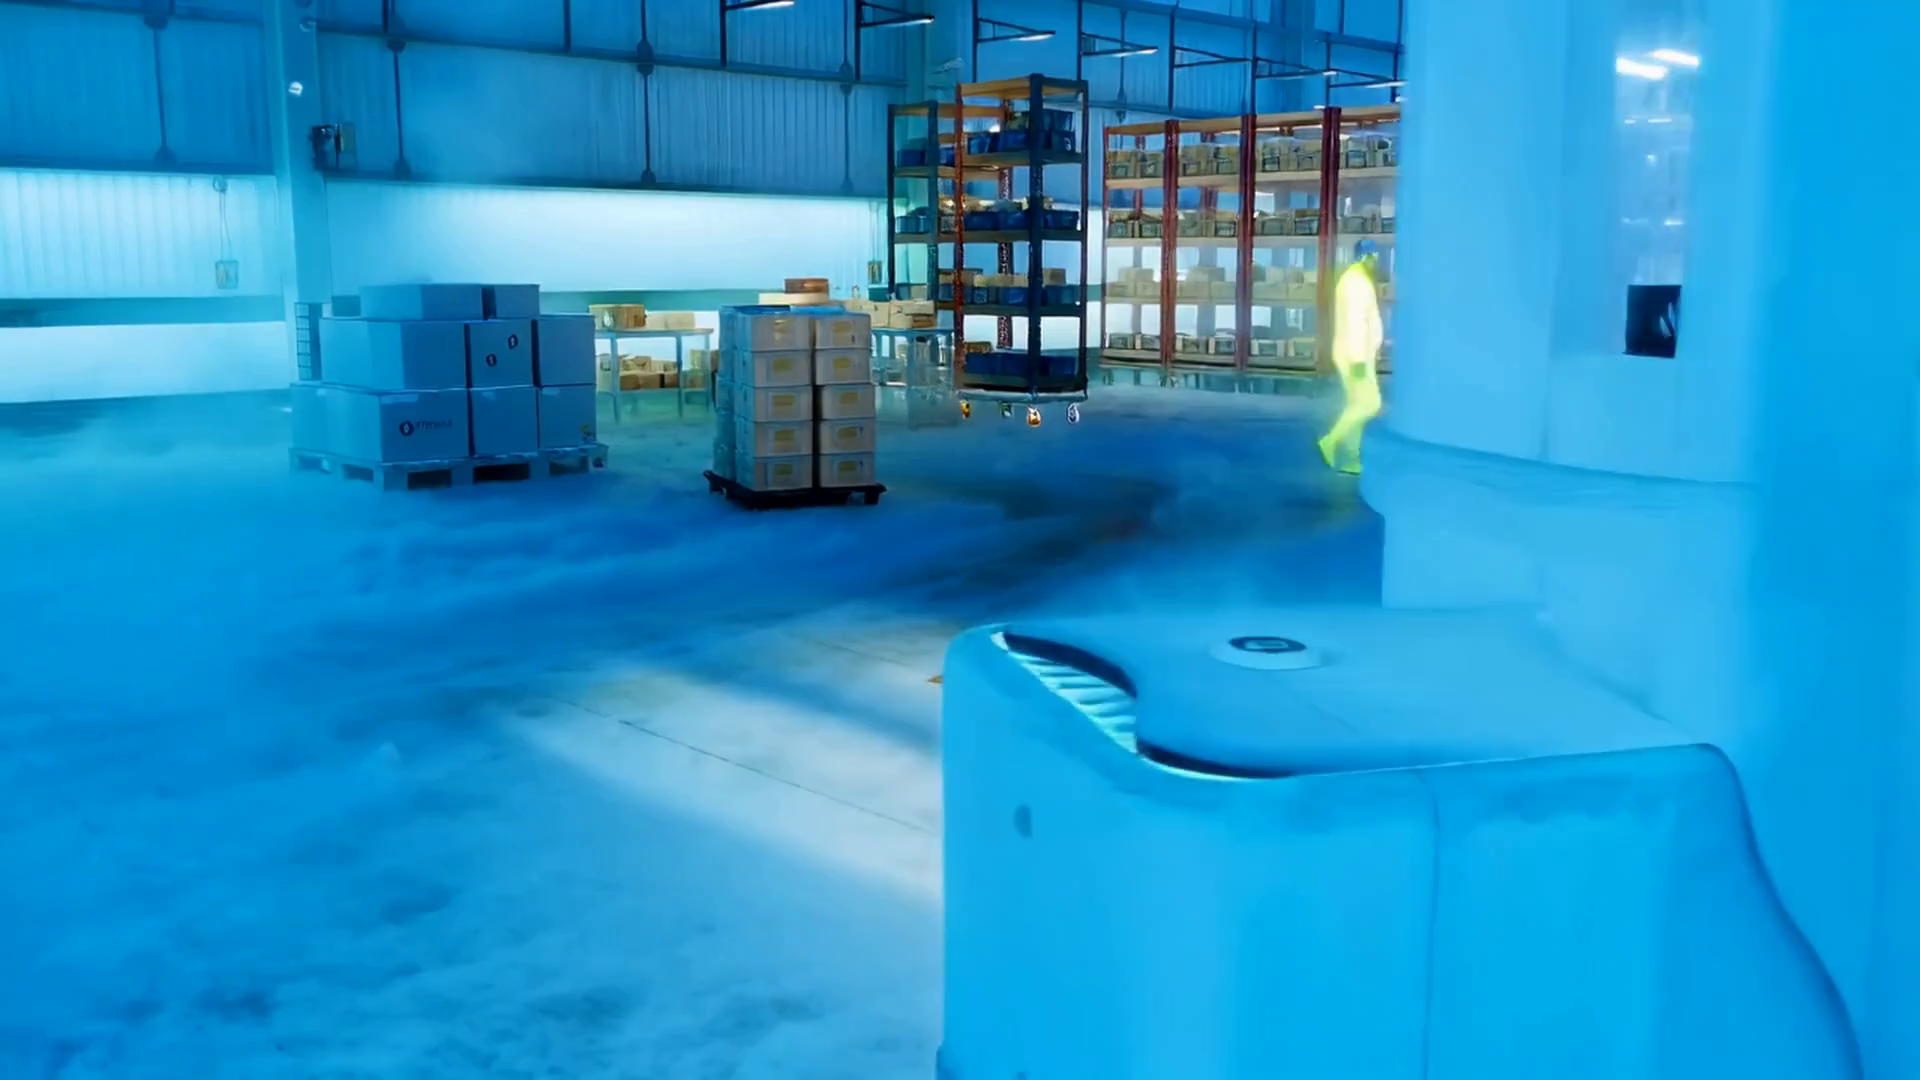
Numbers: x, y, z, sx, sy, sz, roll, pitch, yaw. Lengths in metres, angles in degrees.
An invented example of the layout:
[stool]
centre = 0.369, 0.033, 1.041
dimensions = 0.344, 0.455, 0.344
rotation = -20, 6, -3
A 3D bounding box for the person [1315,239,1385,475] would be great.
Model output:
[person]
centre = 3.158, -1.446, 13.281
dimensions = 0.459, 1.886, 0.662
rotation = 1, 10, 7

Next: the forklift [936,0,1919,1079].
[forklift]
centre = 0.973, -0.155, 2.542
dimensions = 1.873, 2.768, 1.129
rotation = -2, 10, -15
